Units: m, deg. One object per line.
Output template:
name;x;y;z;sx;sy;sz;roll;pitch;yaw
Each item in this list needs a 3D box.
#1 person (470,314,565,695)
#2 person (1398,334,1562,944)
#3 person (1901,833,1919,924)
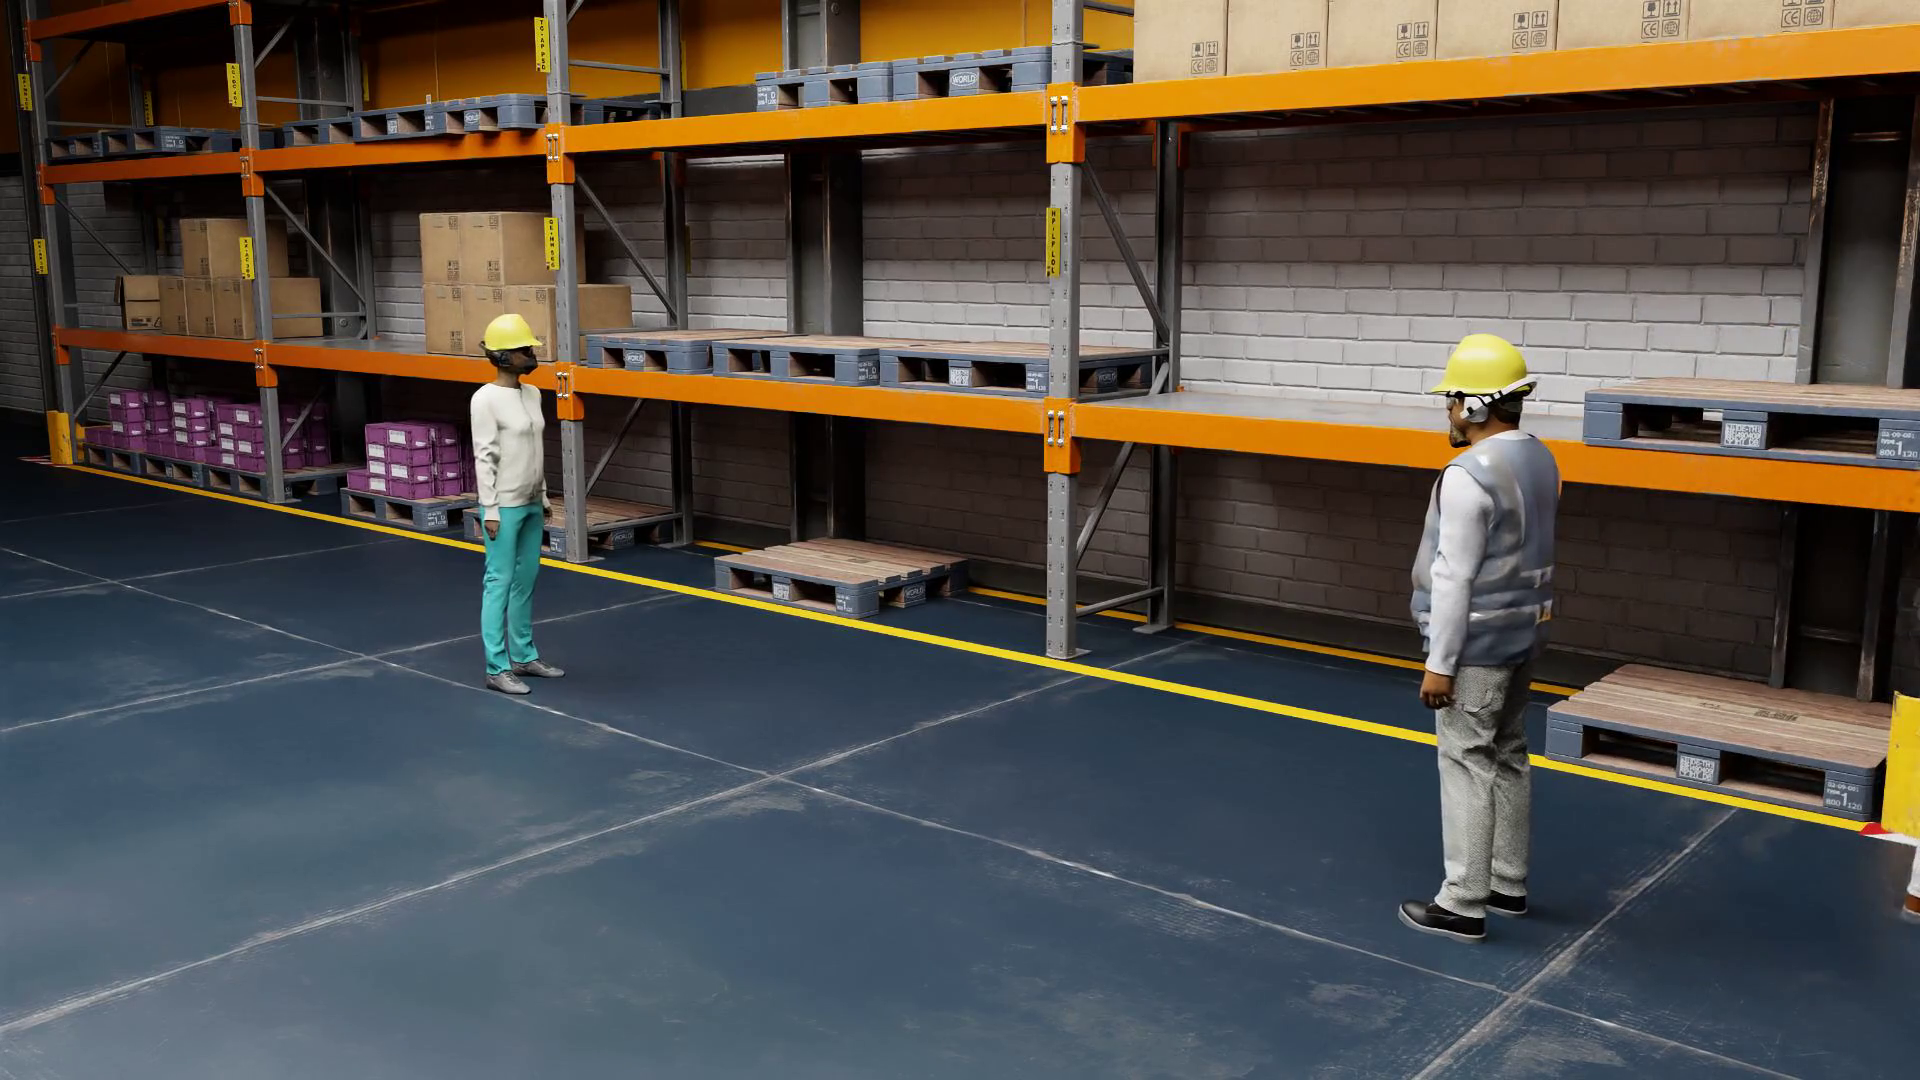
person;-2.085;-0.171;7.829;0.304;1.770;0.533;3;10;16
person;1.569;0.297;5.027;0.404;1.824;0.586;8;13;40
person;3.267;0.295;4.796;0.877;1.903;0.635;5;11;25
